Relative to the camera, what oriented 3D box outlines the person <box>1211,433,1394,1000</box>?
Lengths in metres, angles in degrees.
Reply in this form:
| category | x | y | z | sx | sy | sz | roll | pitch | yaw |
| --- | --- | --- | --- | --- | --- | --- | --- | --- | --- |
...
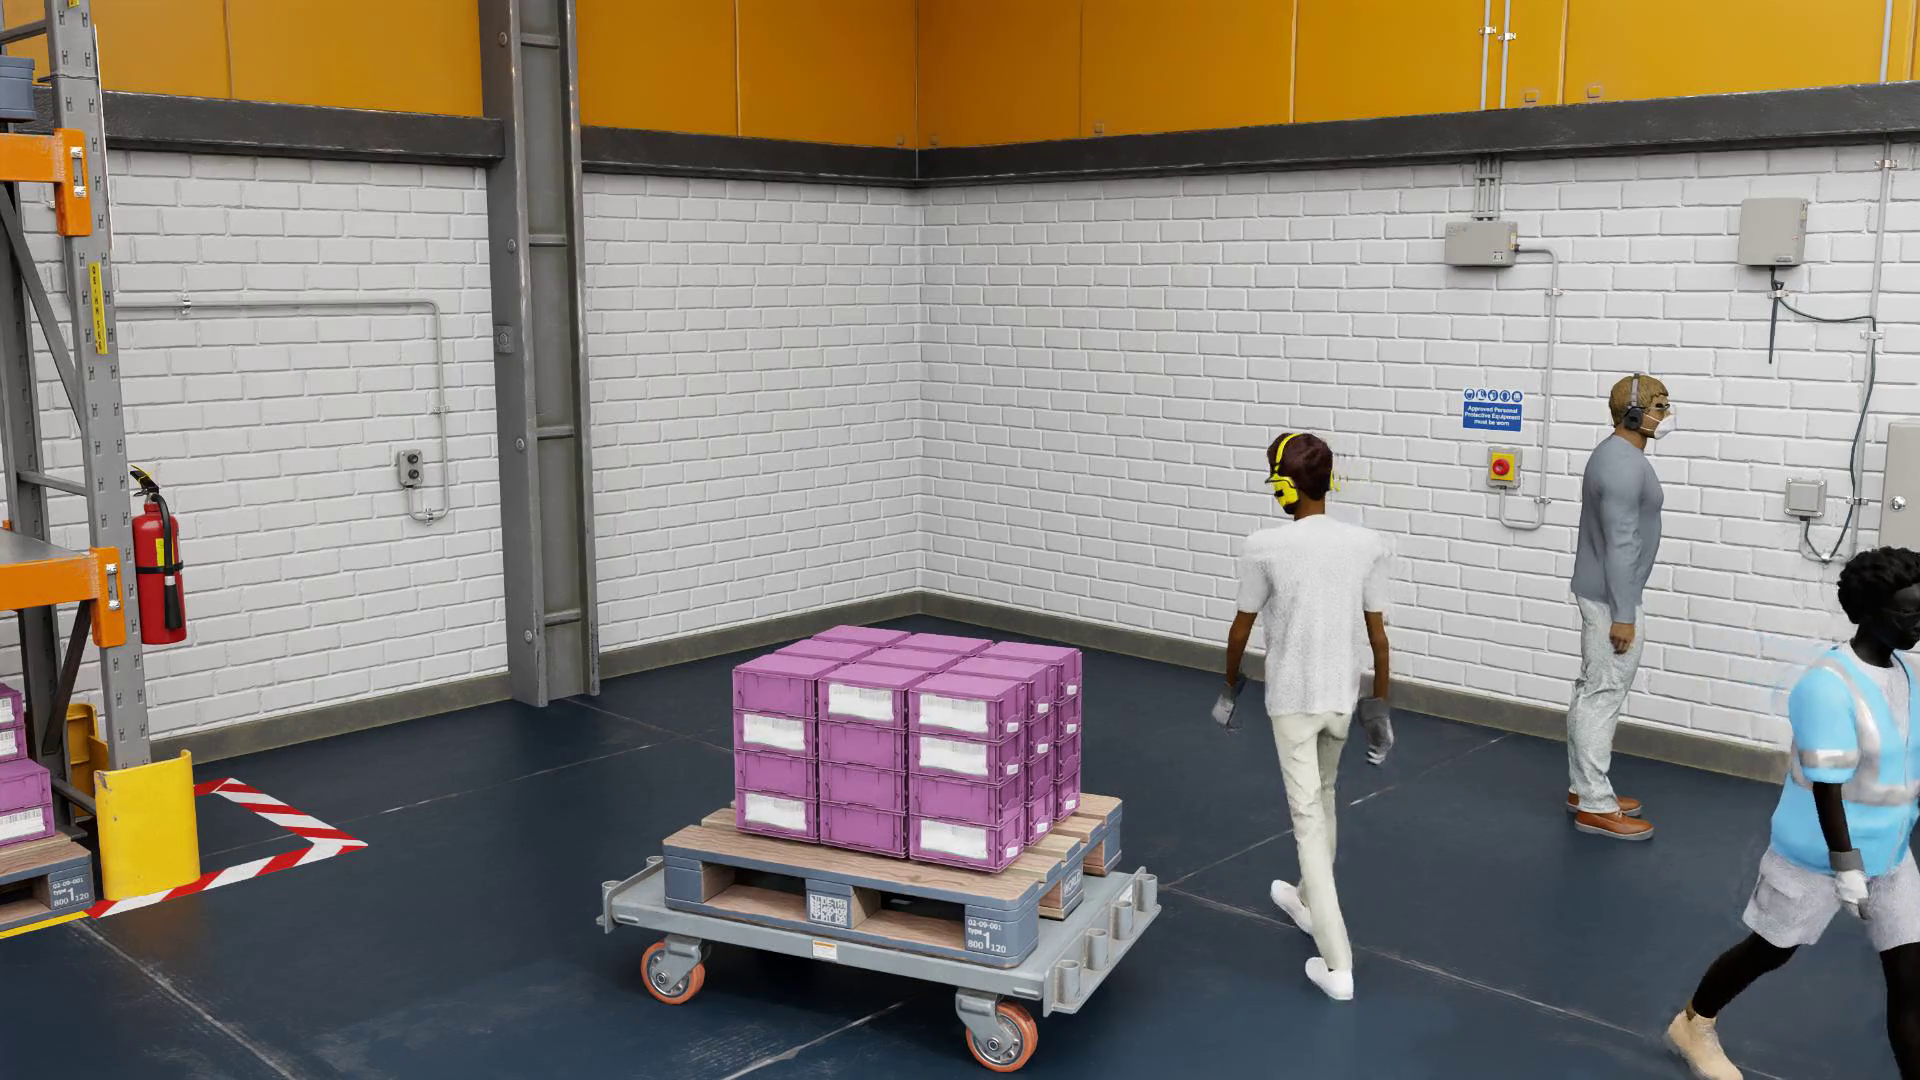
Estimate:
| category | x | y | z | sx | sy | sz | roll | pitch | yaw |
| --- | --- | --- | --- | --- | --- | --- | --- | --- | --- |
| person | 1.129 | 0.548 | 5.608 | 0.504 | 1.825 | 0.877 | -3 | 10 | -17 |

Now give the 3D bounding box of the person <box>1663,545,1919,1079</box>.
| category | x | y | z | sx | sy | sz | roll | pitch | yaw |
| --- | --- | --- | --- | --- | --- | --- | --- | --- | --- |
| person | 2.375 | 0.814 | 4.523 | 0.524 | 1.650 | 0.900 | -5 | 10 | -27 |

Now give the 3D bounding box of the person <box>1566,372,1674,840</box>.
| category | x | y | z | sx | sy | sz | roll | pitch | yaw |
| --- | --- | --- | --- | --- | --- | --- | --- | --- | --- |
| person | 2.768 | 0.264 | 7.007 | 0.377 | 1.940 | 0.629 | 3 | 10 | 17 |
